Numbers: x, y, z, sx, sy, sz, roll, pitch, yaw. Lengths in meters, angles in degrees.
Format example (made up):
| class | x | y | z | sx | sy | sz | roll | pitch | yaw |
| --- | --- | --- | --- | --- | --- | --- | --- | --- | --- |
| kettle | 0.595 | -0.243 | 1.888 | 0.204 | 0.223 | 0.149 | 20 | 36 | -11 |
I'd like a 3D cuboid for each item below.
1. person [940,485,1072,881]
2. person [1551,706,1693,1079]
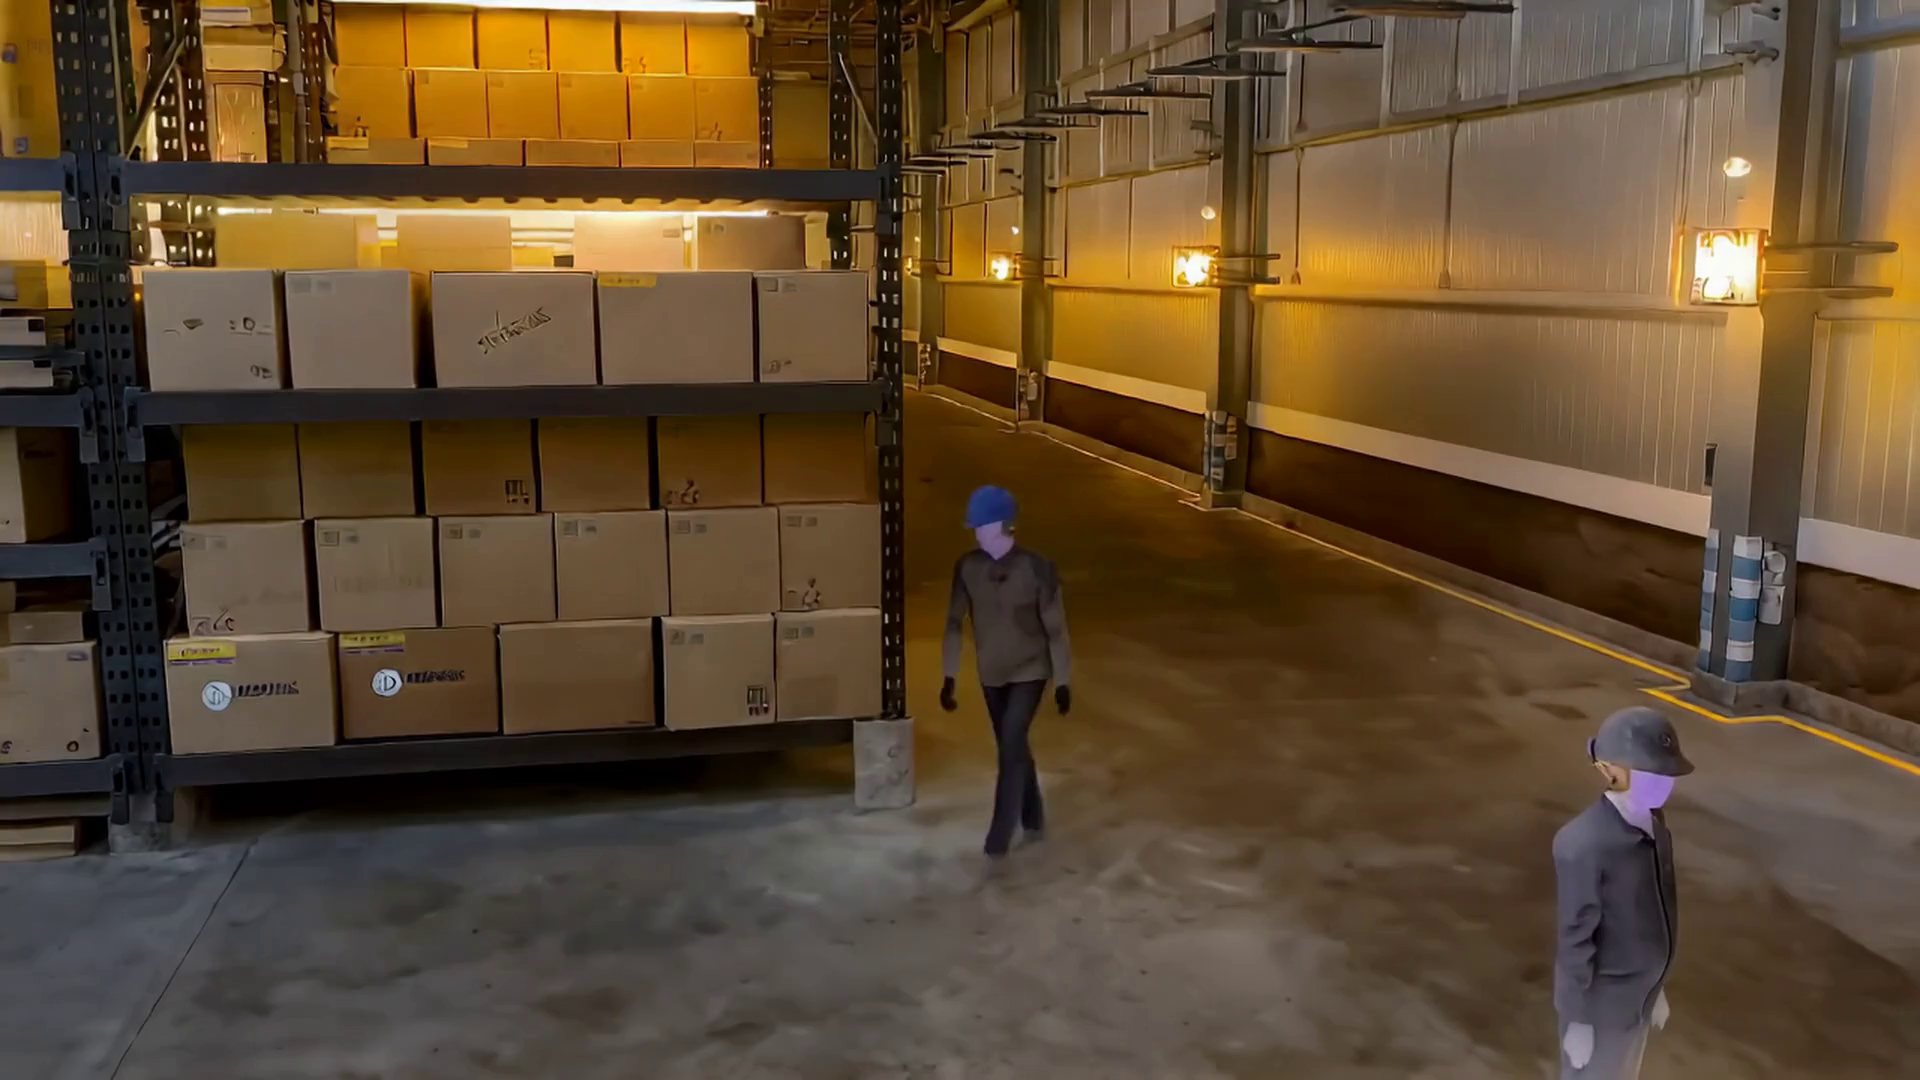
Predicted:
| class | x | y | z | sx | sy | sz | roll | pitch | yaw |
| --- | --- | --- | --- | --- | --- | --- | --- | --- | --- |
| person | 0.182 | 0.702 | 8.339 | 0.610 | 1.942 | 0.977 | 7 | 12 | 38 |
| person | 1.976 | 1.351 | 4.988 | 0.560 | 1.753 | 0.327 | -9 | 13 | -43 |
